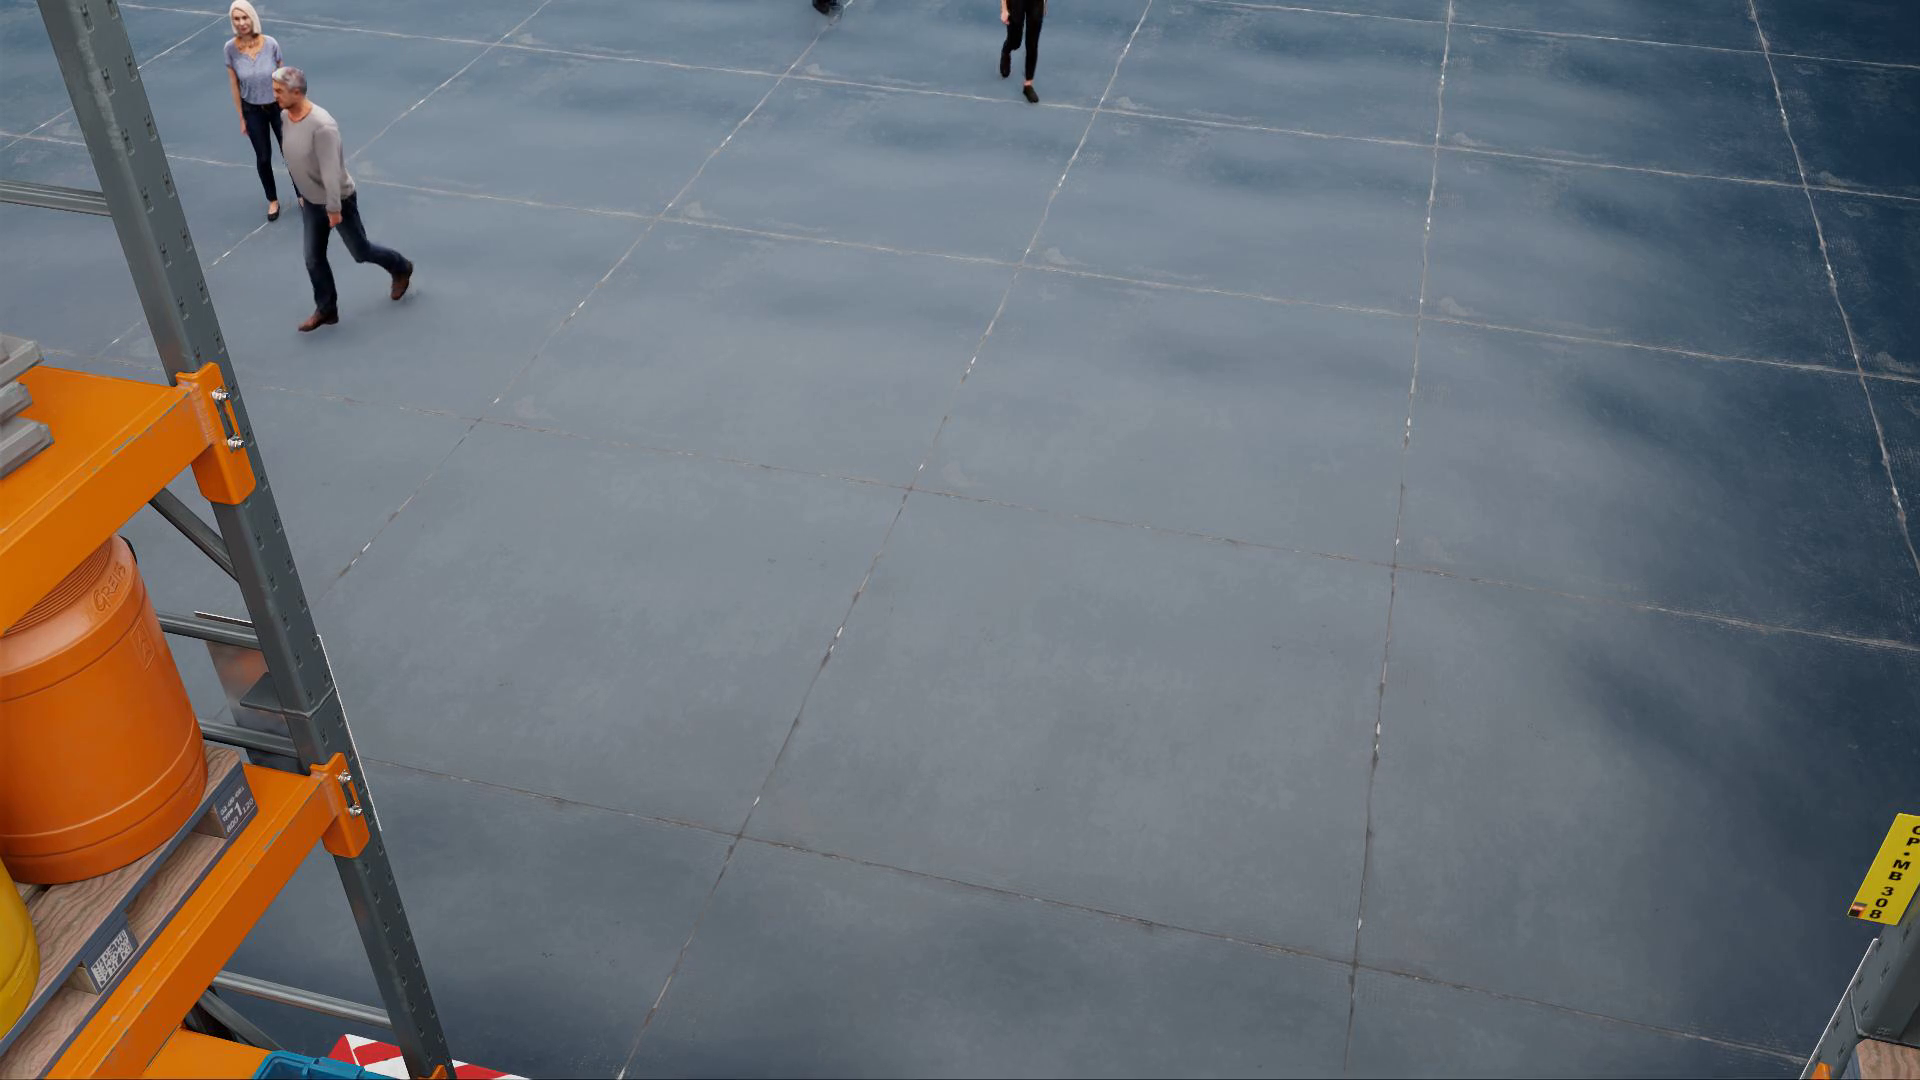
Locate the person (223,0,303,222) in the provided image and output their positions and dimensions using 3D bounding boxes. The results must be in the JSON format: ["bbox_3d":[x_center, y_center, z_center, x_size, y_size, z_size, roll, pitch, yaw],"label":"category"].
[{"bbox_3d":[-5.411,-3.357,12.966,0.663,1.722,0.693,-13,40,-16],"label":"person"}]

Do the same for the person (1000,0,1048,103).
[{"bbox_3d":[0.549,-4.820,14.852,0.888,1.702,1.006,-12,40,-15],"label":"person"}]

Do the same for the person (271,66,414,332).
[{"bbox_3d":[-4.339,-2.405,11.621,0.989,1.879,1.284,22,43,26],"label":"person"}]
